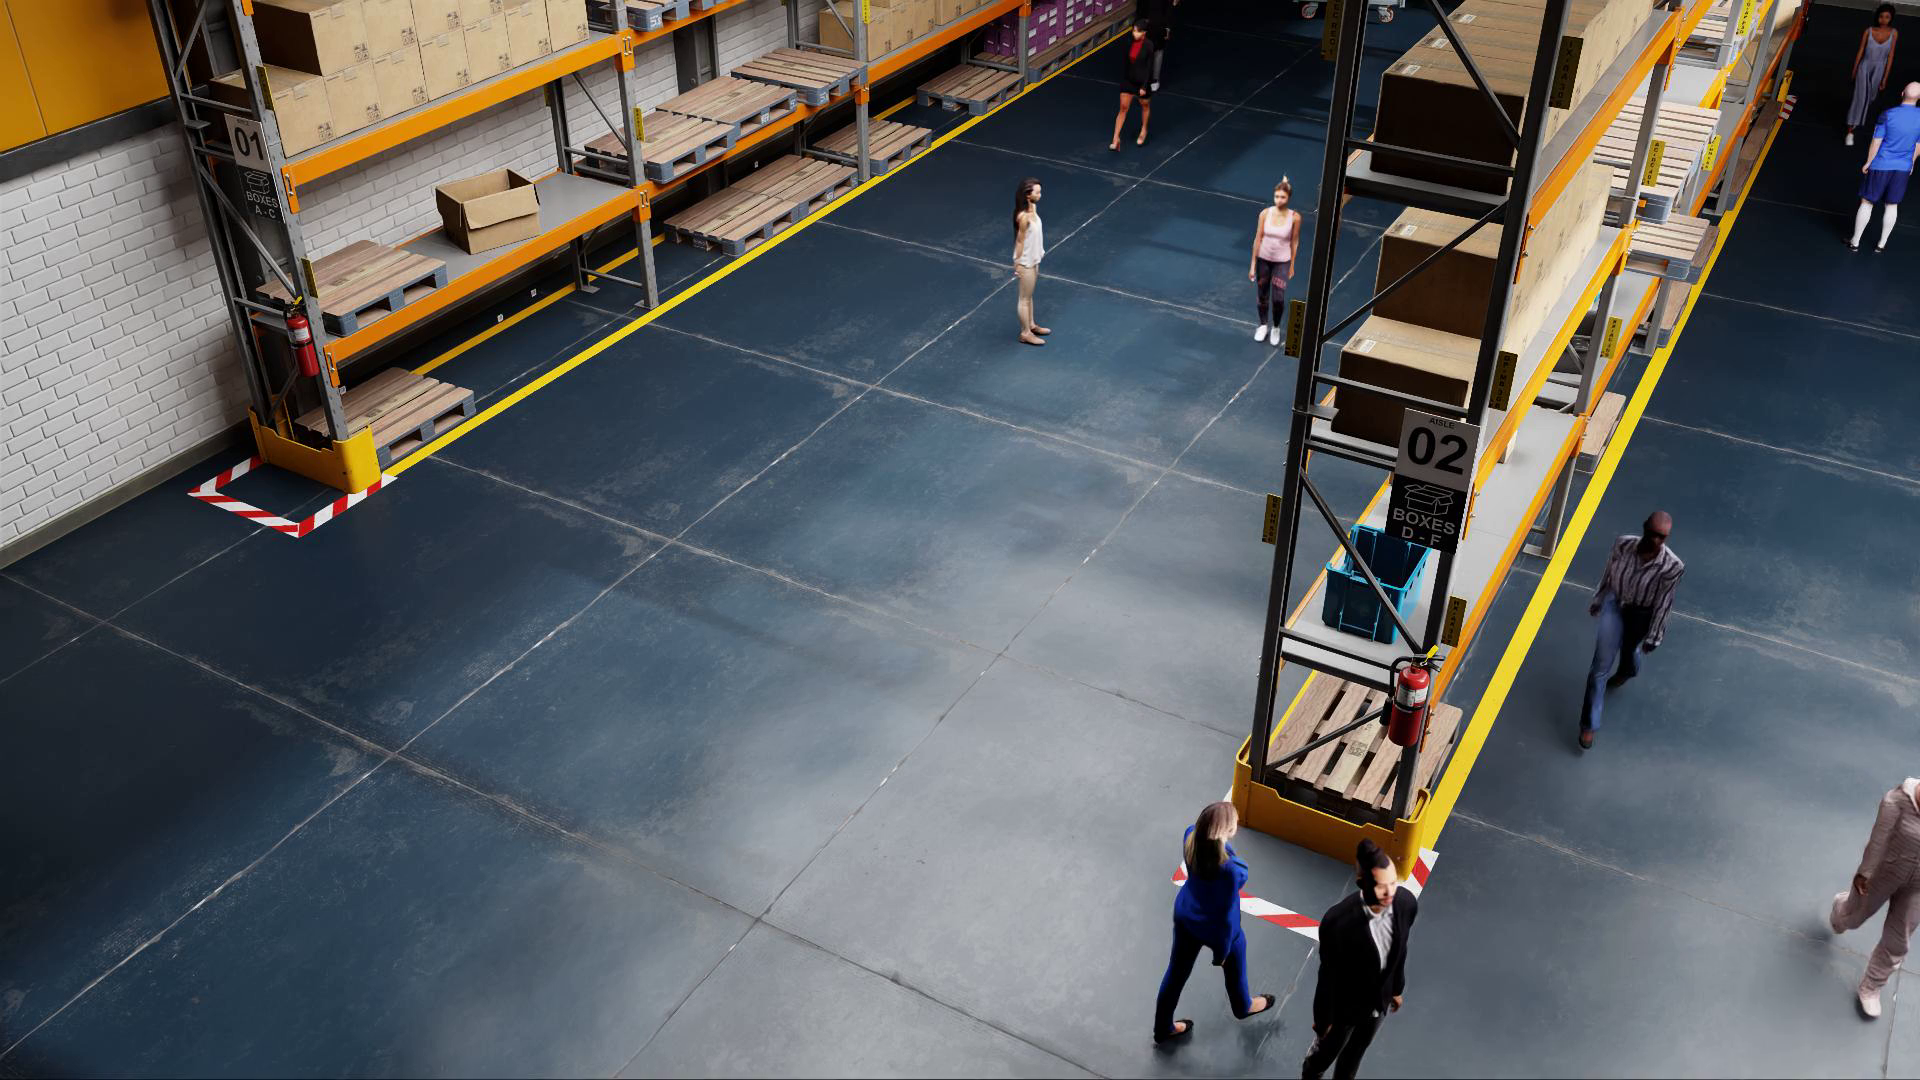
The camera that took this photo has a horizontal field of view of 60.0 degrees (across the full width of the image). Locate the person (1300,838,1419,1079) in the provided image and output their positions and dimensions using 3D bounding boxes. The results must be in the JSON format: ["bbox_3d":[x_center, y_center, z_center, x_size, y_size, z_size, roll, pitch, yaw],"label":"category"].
[{"bbox_3d":[1.960,2.222,8.258,0.745,1.950,0.857,-16,37,-22],"label":"person"}]

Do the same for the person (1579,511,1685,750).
[{"bbox_3d":[4.453,0.491,11.057,0.731,1.735,1.171,25,41,32],"label":"person"}]

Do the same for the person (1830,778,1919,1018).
[{"bbox_3d":[5.152,1.796,9.149,0.727,1.673,0.995,11,35,16],"label":"person"}]

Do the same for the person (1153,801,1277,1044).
[{"bbox_3d":[1.217,2.063,8.743,1.065,1.678,0.914,-18,38,-25],"label":"person"}]

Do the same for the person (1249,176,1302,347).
[{"bbox_3d":[3.021,-2.691,15.935,0.587,1.634,0.604,14,36,20],"label":"person"}]

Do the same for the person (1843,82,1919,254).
[{"bbox_3d":[9.867,-3.958,17.654,0.731,1.841,0.675,8,34,12],"label":"person"}]

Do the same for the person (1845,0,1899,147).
[{"bbox_3d":[11.236,-5.775,20.551,0.734,1.661,1.165,9,35,13],"label":"person"}]

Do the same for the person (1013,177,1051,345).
[{"bbox_3d":[0.632,-2.683,15.906,0.674,1.653,0.610,-6,34,-9],"label":"person"}]

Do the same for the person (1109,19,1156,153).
[{"bbox_3d":[2.199,-5.535,20.244,0.554,1.600,1.019,18,38,25],"label":"person"}]

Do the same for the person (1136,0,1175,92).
[{"bbox_3d":[2.529,-6.685,21.851,0.854,1.737,1.141,8,34,11],"label":"person"}]
